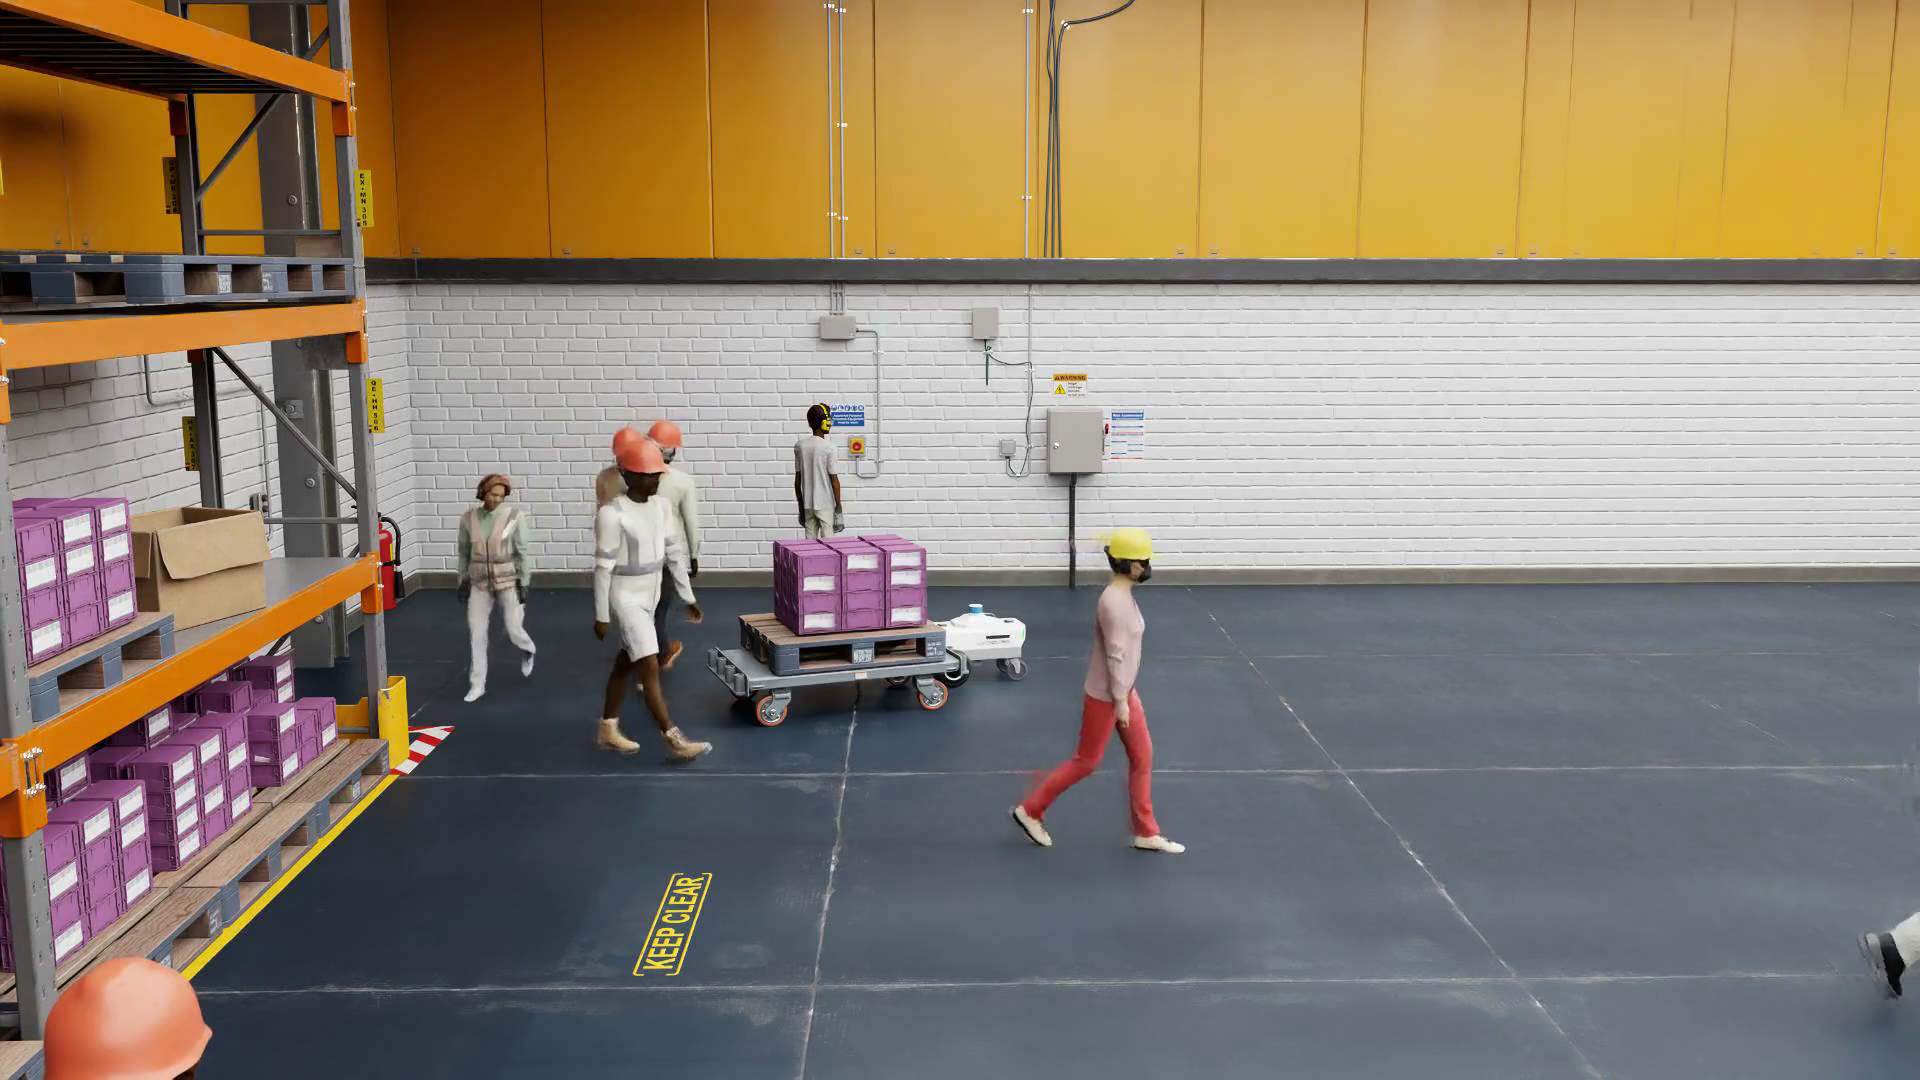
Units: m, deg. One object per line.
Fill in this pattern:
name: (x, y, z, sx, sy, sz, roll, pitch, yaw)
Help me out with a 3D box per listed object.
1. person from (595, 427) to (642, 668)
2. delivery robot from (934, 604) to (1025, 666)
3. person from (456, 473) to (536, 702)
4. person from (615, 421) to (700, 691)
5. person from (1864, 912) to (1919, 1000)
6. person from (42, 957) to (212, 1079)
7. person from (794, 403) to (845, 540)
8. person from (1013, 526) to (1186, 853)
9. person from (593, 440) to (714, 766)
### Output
person: (-2.542, 0.002, 13.030, 0.573, 1.861, 1.104, 1, 9, 6)
delivery robot: (0.117, 0.717, 12.285, 0.707, 0.478, 0.477, -3, 10, -16)
person: (-3.292, 0.314, 11.836, 0.566, 1.615, 0.588, 1, 9, 7)
person: (-2.215, 0.099, 12.188, 0.635, 1.925, 1.052, 2, 9, 10)
person: (4.119, 1.033, 6.804, 0.720, 1.813, 0.605, 0, 9, 1)
person: (-1.335, 1.621, 2.797, 0.542, 1.939, 0.366, -2, 9, -11)
person: (-1.212, -0.260, 14.544, 0.507, 1.872, 0.329, 6, 11, 34)
person: (0.718, 0.774, 8.614, 0.850, 1.732, 0.514, 3, 10, 18)
person: (-1.883, 0.383, 10.197, 1.001, 1.991, 0.624, 4, 10, 24)
